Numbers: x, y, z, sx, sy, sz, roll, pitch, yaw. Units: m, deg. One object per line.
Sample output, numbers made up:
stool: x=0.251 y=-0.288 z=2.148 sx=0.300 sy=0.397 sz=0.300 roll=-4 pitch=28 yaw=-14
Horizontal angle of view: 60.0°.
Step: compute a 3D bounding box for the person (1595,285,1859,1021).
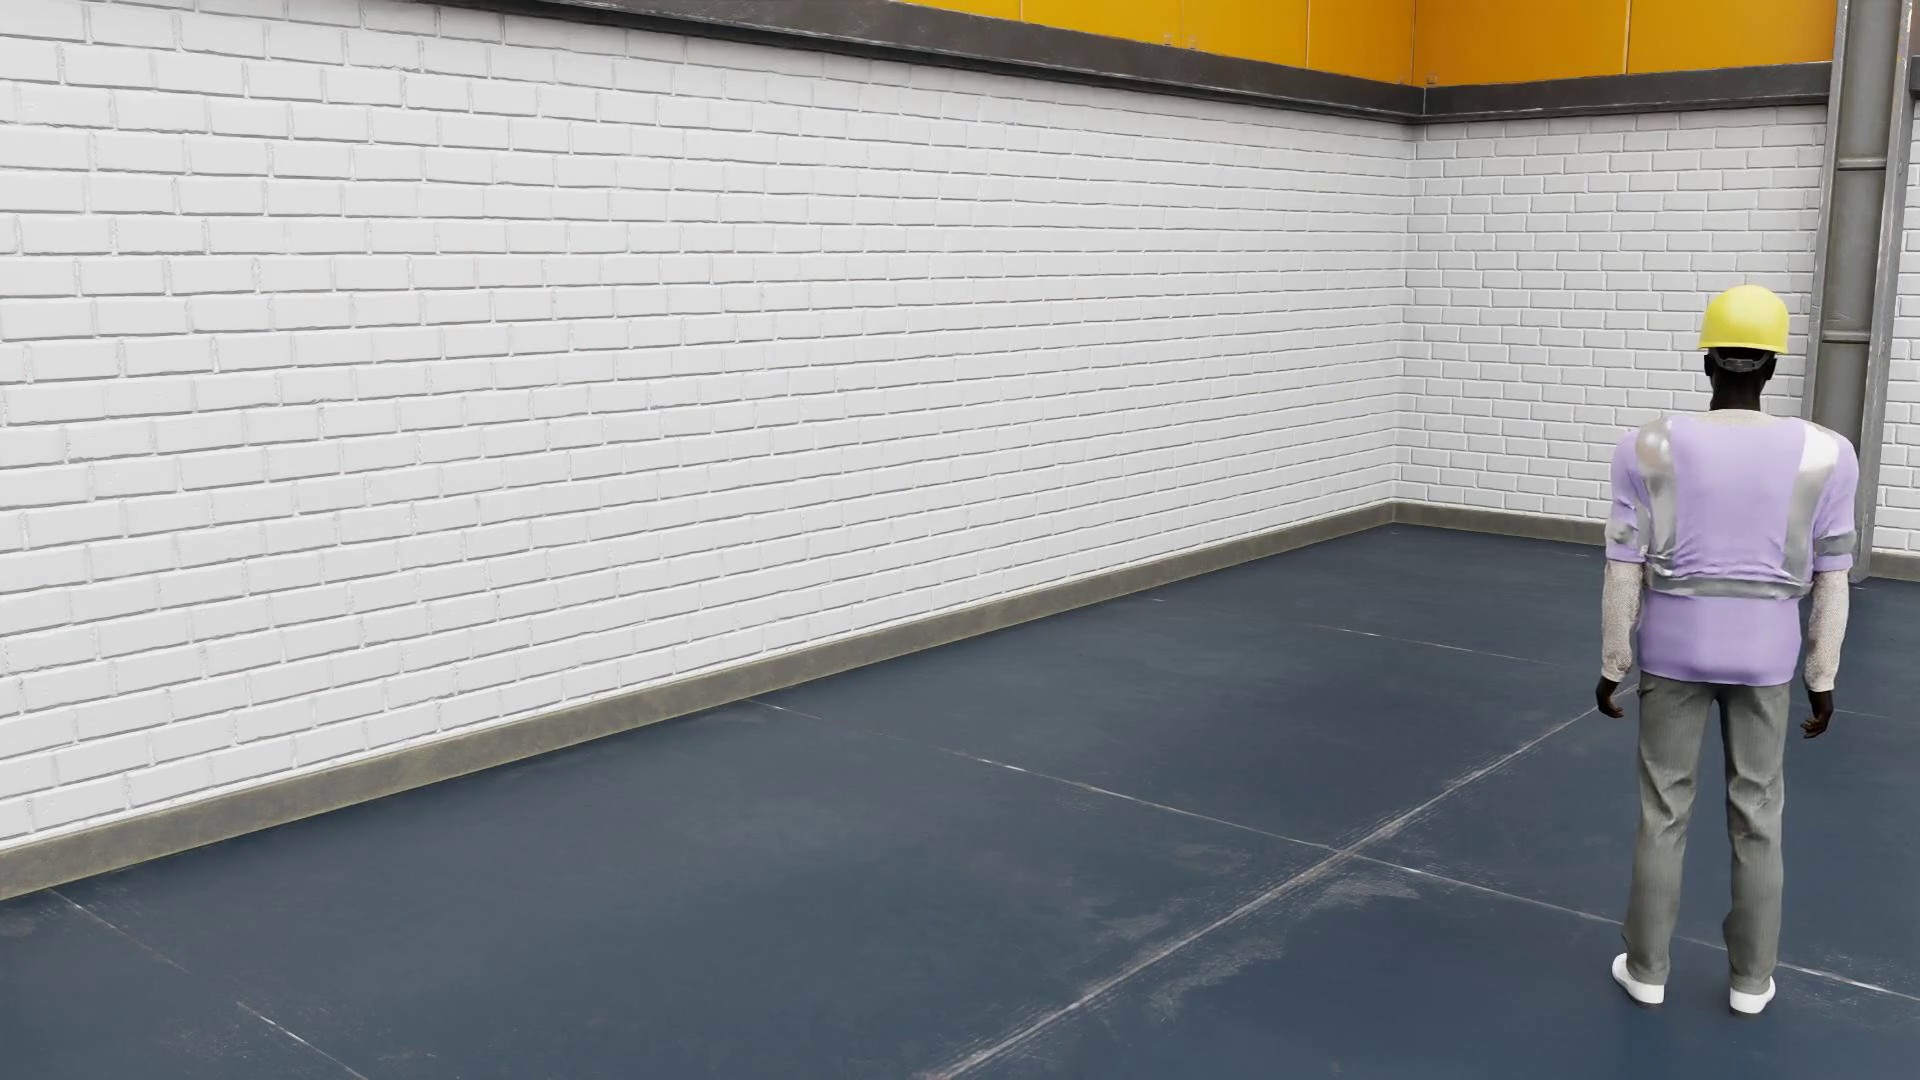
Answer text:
person: x=1.988 y=0.303 z=4.374 sx=0.594 sy=1.925 sz=0.368 roll=3 pitch=10 yaw=17
